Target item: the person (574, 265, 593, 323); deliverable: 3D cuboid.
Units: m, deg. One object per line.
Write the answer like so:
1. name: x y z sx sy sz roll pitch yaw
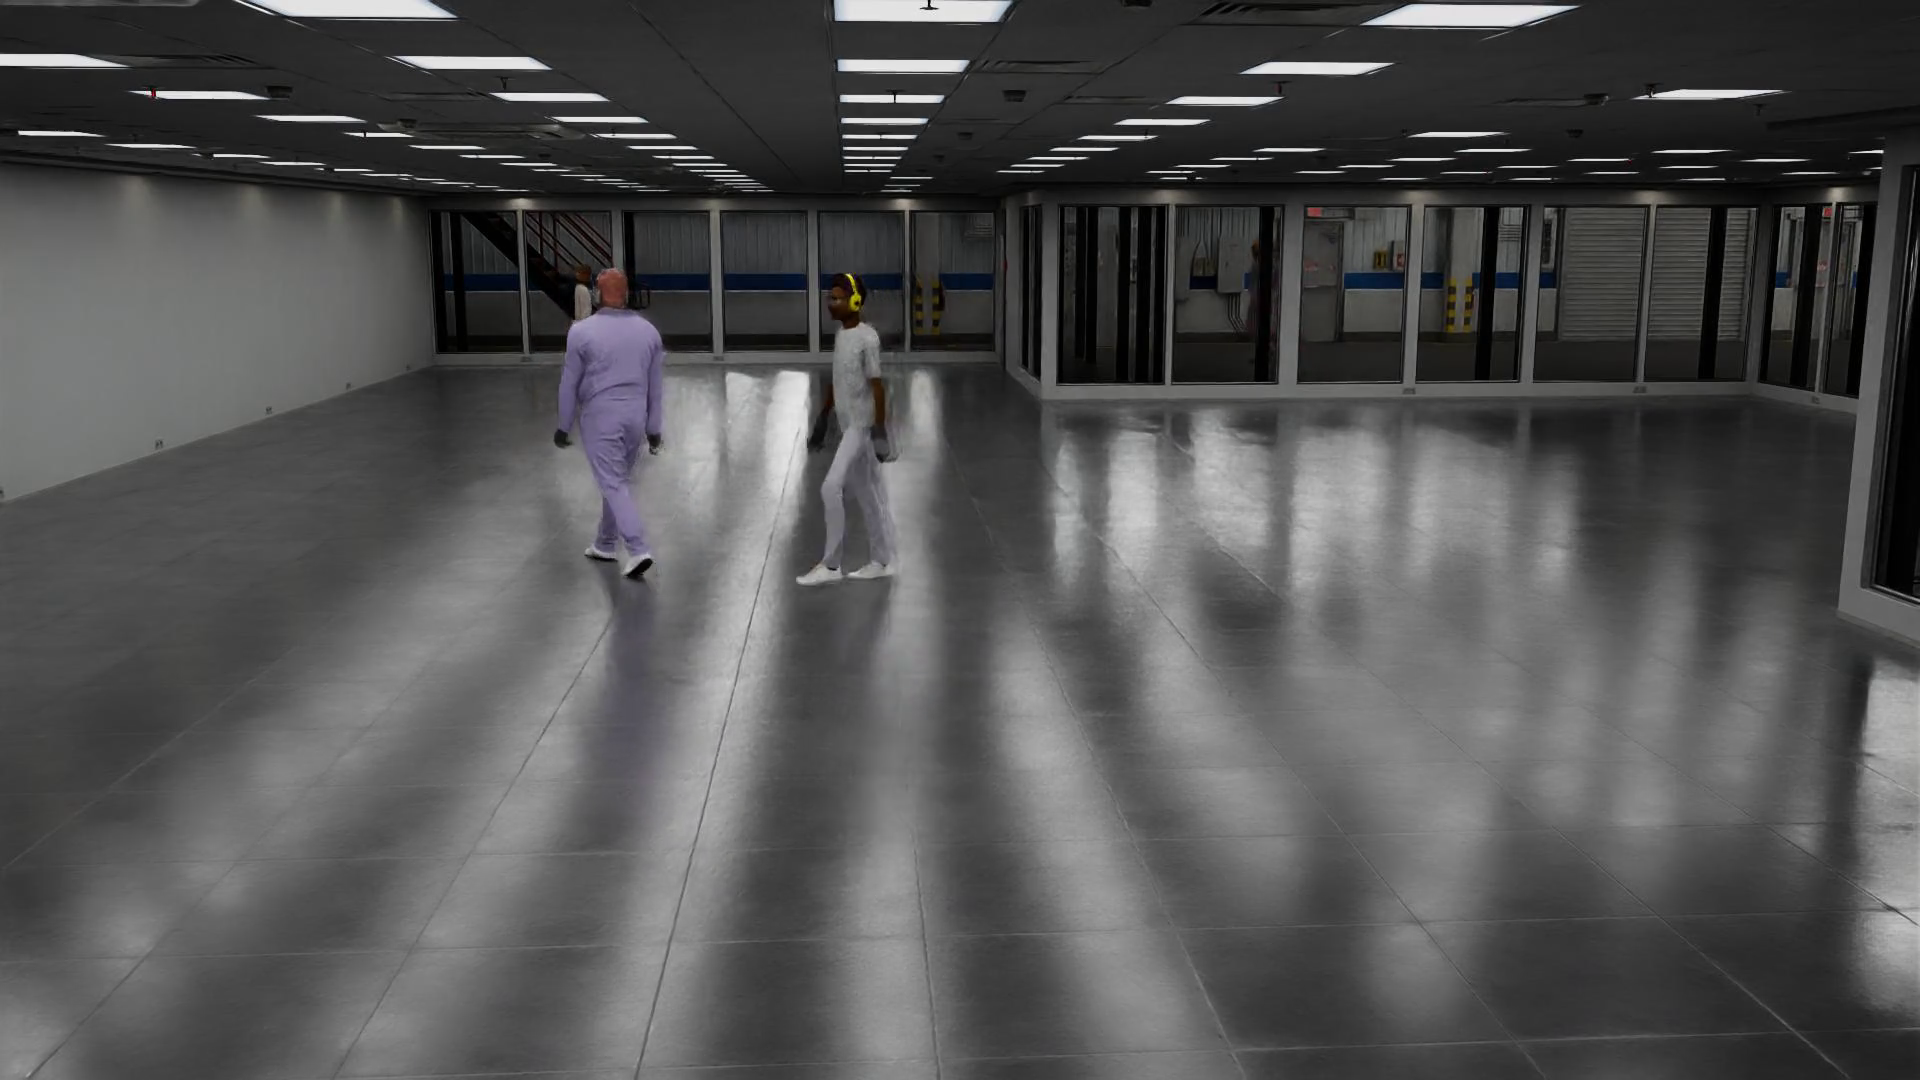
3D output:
1. person: -5.209 -3.004 23.145 0.354 1.618 0.518 -4 11 -21

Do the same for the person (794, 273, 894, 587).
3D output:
1. person: -0.737 -0.646 9.862 0.804 1.841 0.521 -4 11 -19

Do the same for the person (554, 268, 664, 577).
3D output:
1. person: -2.118 -0.729 10.216 0.960 1.870 0.634 10 14 43
